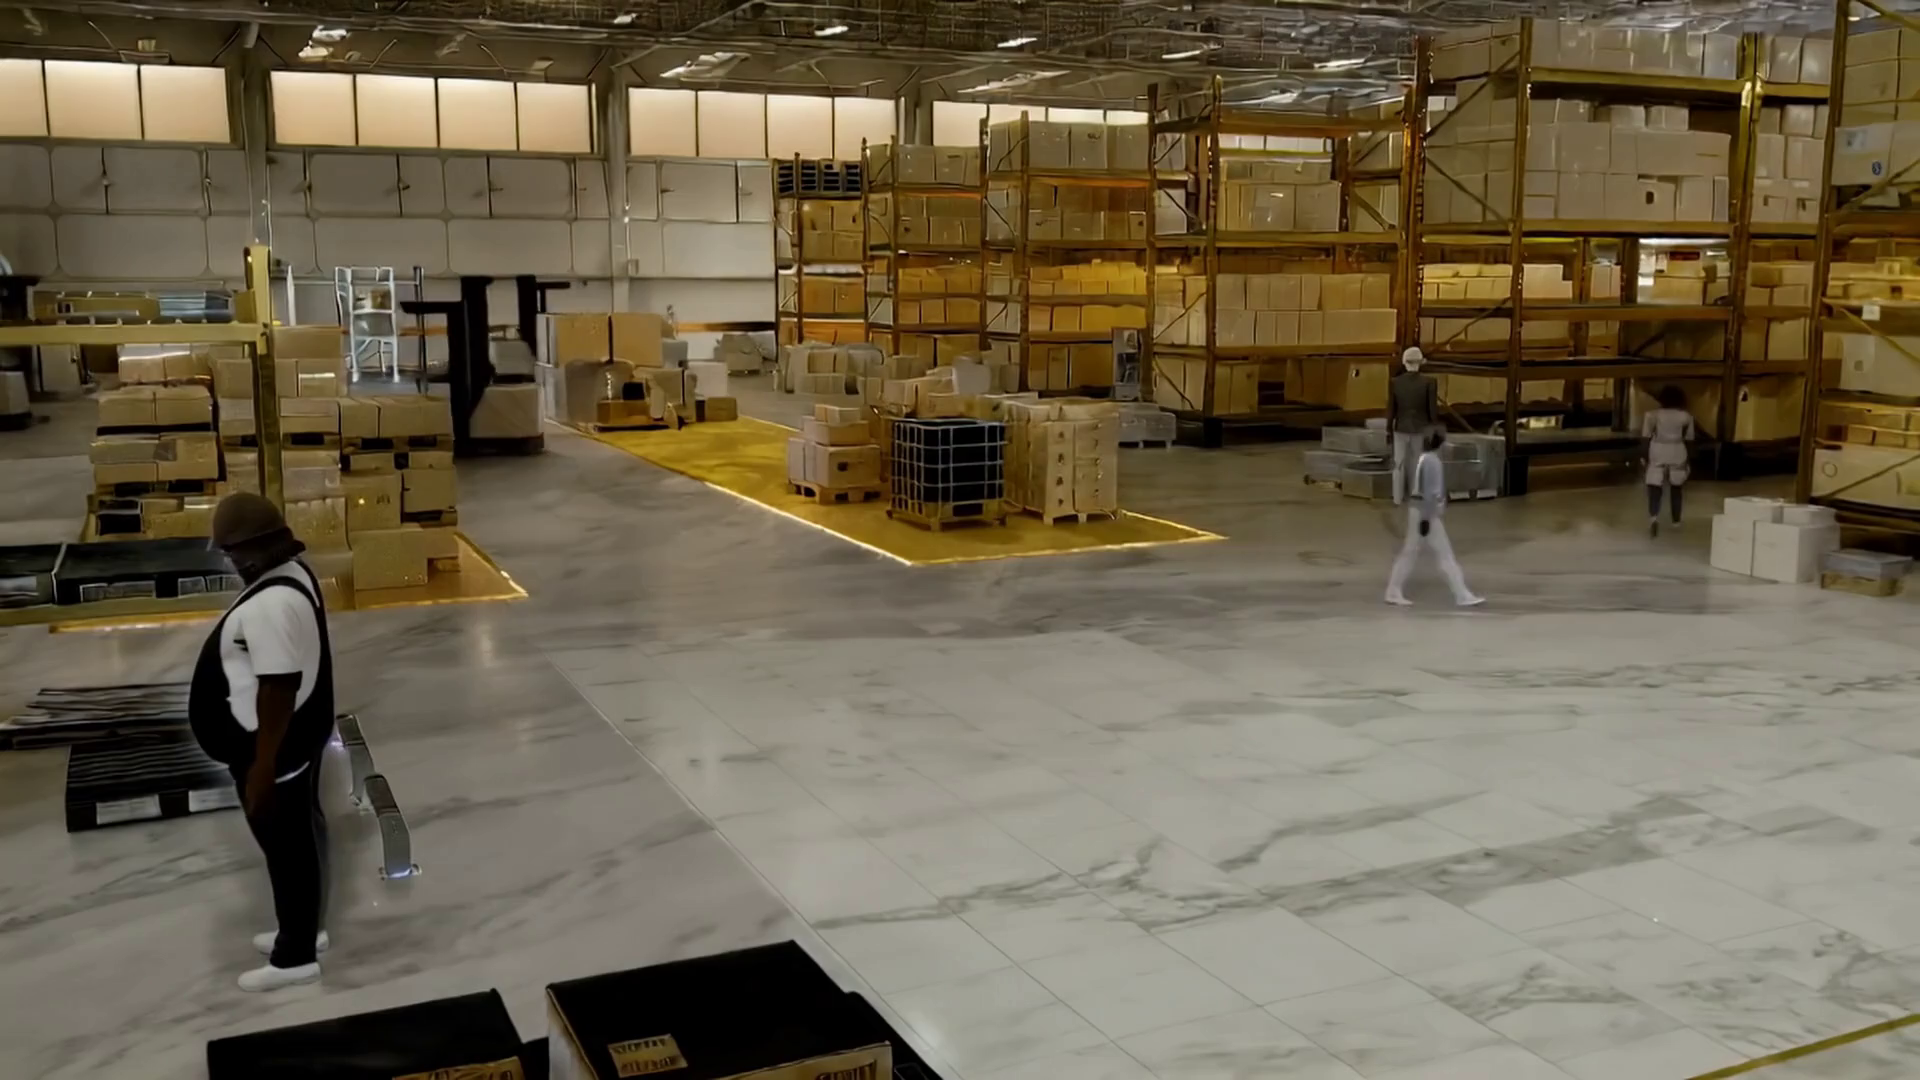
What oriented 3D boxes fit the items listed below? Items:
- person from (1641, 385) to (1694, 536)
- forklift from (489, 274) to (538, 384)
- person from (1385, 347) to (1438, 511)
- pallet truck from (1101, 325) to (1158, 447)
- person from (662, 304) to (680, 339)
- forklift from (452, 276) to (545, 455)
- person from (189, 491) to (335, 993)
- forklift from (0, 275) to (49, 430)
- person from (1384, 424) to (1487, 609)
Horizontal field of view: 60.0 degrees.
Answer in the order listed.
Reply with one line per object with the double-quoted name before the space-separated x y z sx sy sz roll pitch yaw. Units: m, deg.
"person" 7.757 -0.869 18.241 0.532 1.662 0.722 3 10 18
"forklift" -11.063 -5.390 42.530 1.873 2.768 1.129 -4 10 -25
"person" 5.458 -1.336 20.116 0.622 1.991 0.389 1 9 7
"pallet truck" 2.881 -2.596 27.923 0.823 1.965 1.885 -1 9 -7
"person" -8.629 -6.066 49.653 0.547 1.936 0.384 -1 9 -7
"forklift" -7.592 -2.763 26.228 1.873 2.768 1.129 -2 9 -10
"person" -2.827 0.796 6.748 0.536 2.000 0.672 -2 9 -12
"forklift" -17.776 -3.459 30.545 1.129 2.768 1.873 -2 9 -10
"person" 4.071 -0.196 14.263 0.851 1.585 0.538 1 9 7
